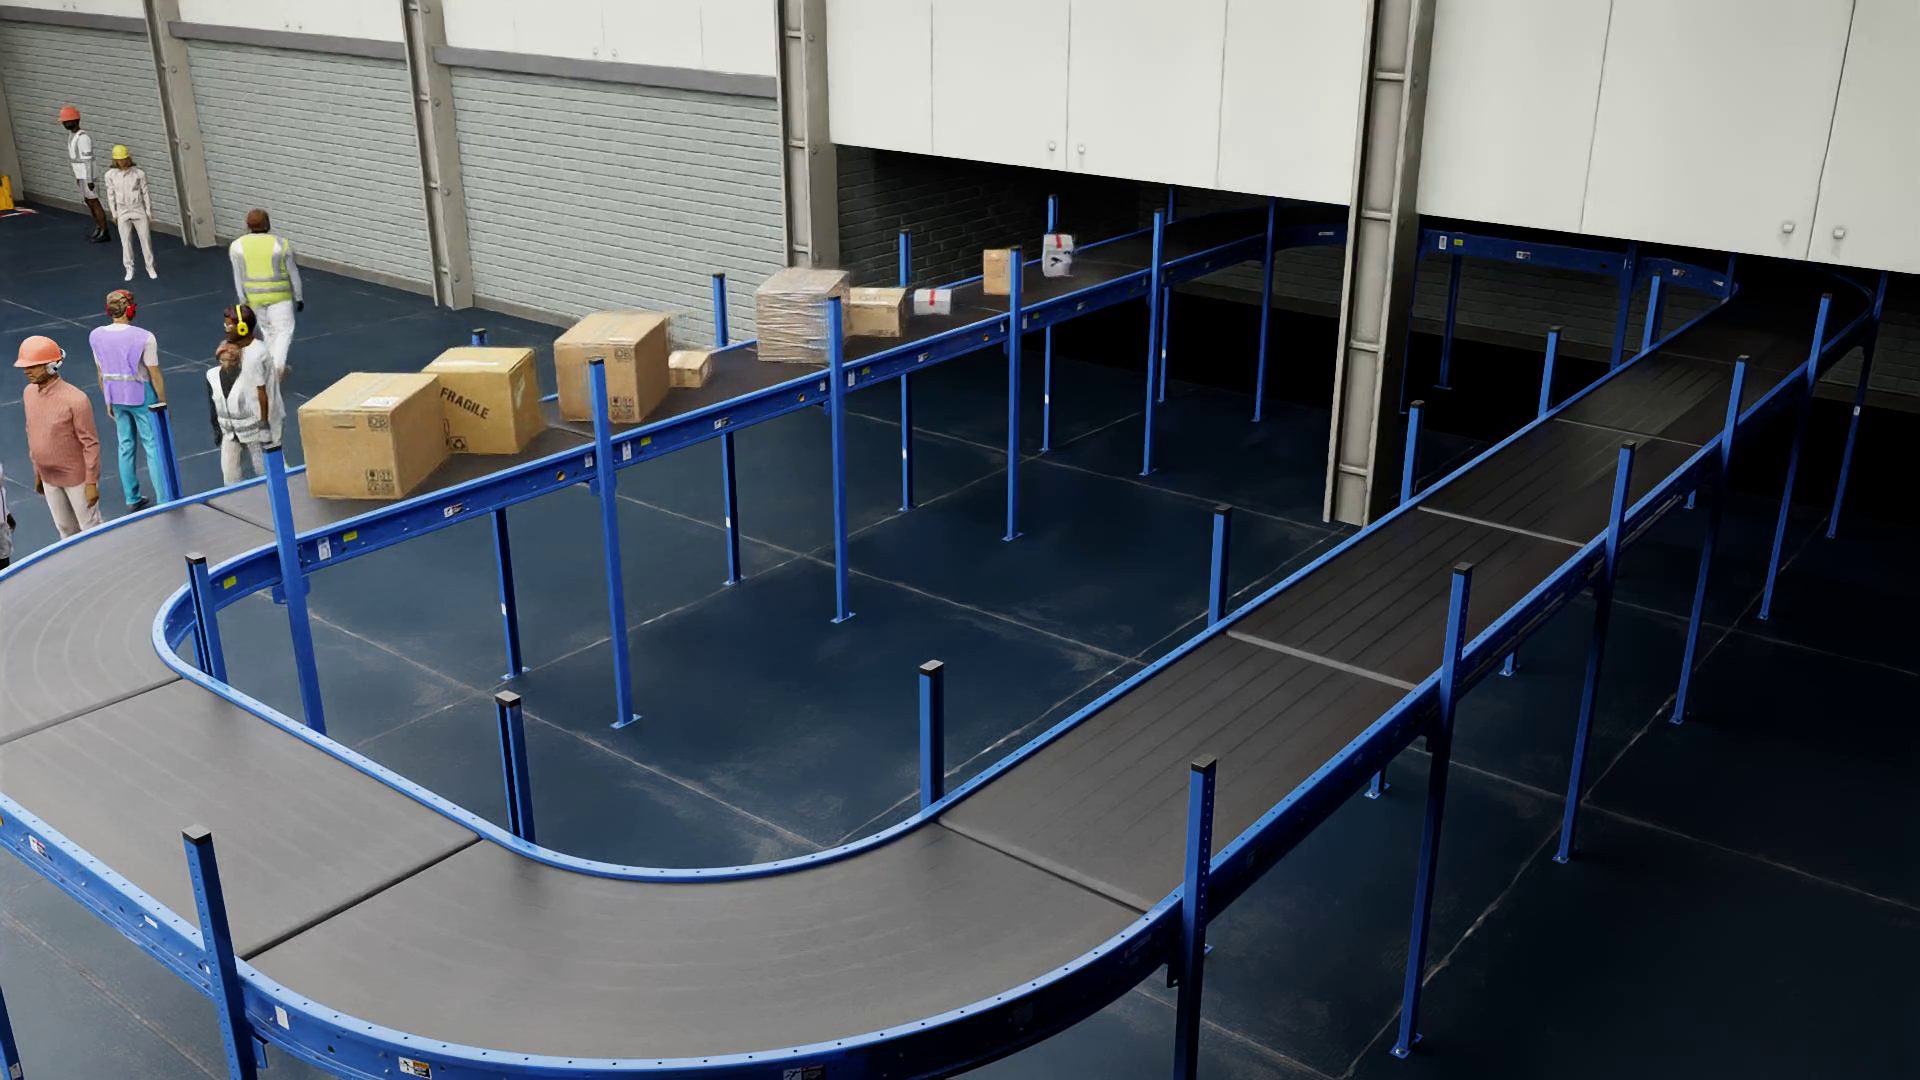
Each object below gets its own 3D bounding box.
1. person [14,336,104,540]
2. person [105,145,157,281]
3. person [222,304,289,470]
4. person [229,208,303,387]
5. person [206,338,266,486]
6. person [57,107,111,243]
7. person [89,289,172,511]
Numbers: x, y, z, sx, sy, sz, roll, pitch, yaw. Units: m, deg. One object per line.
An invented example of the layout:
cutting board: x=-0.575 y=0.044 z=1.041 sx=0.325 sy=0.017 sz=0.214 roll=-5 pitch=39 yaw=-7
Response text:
person: x=-6.254 y=-0.457 z=11.633 sx=0.610 sy=1.995 sz=0.375 roll=9 pitch=23 yaw=21
person: x=-10.766 y=-4.250 z=21.607 sx=0.492 sy=1.740 sz=0.325 roll=-9 pitch=23 yaw=-21
person: x=-5.465 y=-0.947 z=13.077 sx=0.367 sy=1.856 sz=0.532 roll=-10 pitch=24 yaw=-24
person: x=-7.066 y=-2.476 z=17.005 sx=0.634 sy=1.816 sz=0.810 roll=-2 pitch=22 yaw=-5
person: x=-5.618 y=-0.845 z=13.147 sx=0.568 sy=1.606 sz=0.729 roll=6 pitch=22 yaw=16
person: x=-12.582 y=-5.235 z=23.861 sx=0.405 sy=1.929 sz=0.545 roll=-19 pitch=28 yaw=-39
person: x=-6.714 y=-1.111 z=13.514 sx=0.561 sy=1.836 sz=0.394 roll=3 pitch=22 yaw=8
